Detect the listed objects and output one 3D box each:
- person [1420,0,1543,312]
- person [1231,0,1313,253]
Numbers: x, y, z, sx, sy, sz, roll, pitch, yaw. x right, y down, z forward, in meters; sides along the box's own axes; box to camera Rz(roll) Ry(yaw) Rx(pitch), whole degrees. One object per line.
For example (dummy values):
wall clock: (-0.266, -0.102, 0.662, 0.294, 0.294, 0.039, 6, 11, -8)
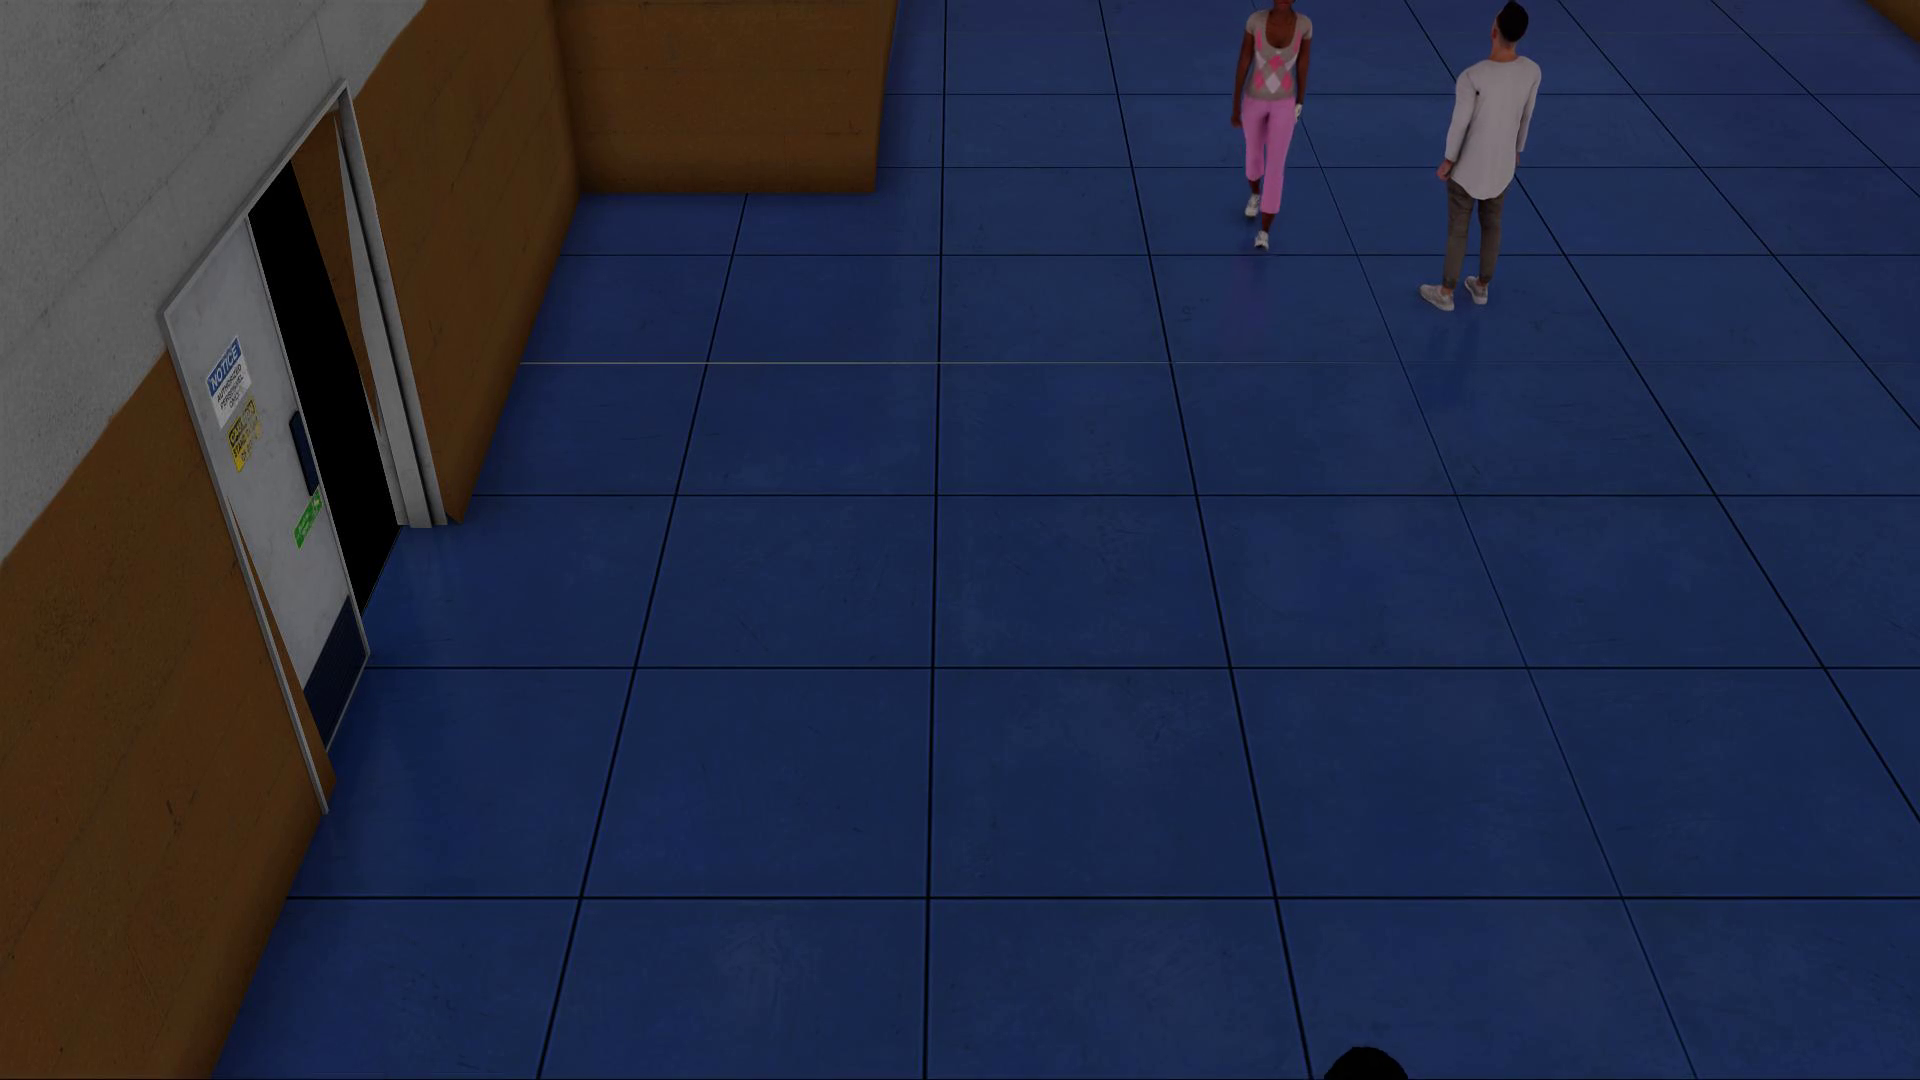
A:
person: (3.030, -2.197, 9.606, 0.590, 1.840, 0.778, -8, 38, -11)
person: (1.933, -2.734, 10.446, 1.153, 1.690, 0.841, 9, 38, 11)
